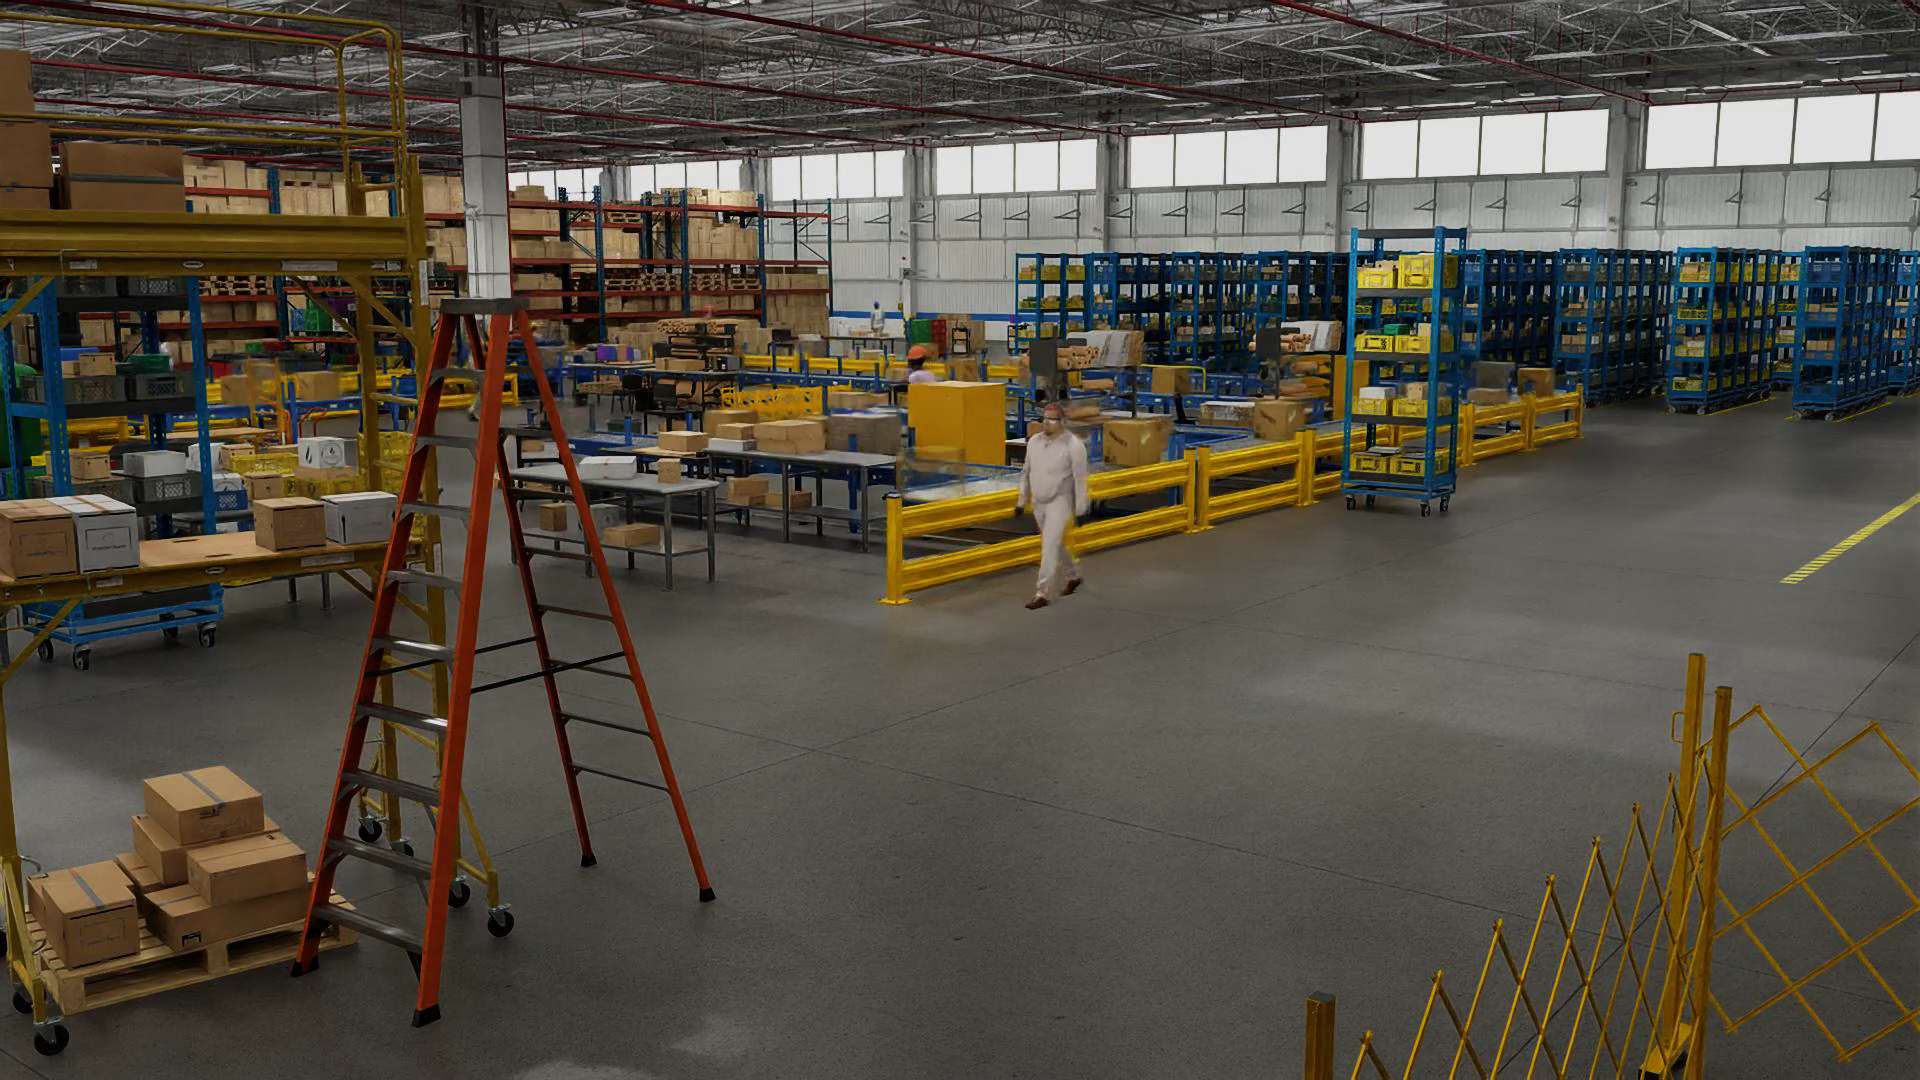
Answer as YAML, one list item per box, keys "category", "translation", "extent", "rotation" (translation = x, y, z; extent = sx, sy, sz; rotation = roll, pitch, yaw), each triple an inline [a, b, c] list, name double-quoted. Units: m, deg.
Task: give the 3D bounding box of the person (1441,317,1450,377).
- category: "person"
  translation: [13.664, -5.496, 47.651]
  extent: [0.904, 1.802, 0.604]
  rotation: [6, 11, 34]

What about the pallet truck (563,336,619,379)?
- category: "pallet truck"
  translation: [-10.690, -5.294, 48.215]
  extent: [1.601, 1.201, 0.680]
  rotation: [-5, 10, -26]

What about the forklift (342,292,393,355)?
- category: "forklift"
  translation: [-16.485, -5.622, 45.120]
  extent: [1.129, 2.768, 1.873]
  rotation: [7, 11, 37]

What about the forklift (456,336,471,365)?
- category: "forklift"
  translation: [-14.730, -6.728, 52.021]
  extent: [1.129, 2.768, 1.873]
  rotation: [7, 11, 37]

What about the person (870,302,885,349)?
- category: "person"
  translation: [-3.320, -8.608, 66.852]
  extent: [0.609, 1.896, 1.017]
  rotation: [-2, 9, -14]

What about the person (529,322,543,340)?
- category: "person"
  translation: [-11.477, -5.041, 45.057]
  extent: [0.526, 1.734, 0.820]
  rotation: [-7, 11, -36]

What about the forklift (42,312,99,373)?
- category: "forklift"
  translation: [-23.779, -5.451, 44.052]
  extent: [1.873, 2.768, 1.129]
  rotation: [7, 11, 36]

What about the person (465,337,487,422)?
- category: "person"
  translation: [-9.796, -3.277, 33.886]
  extent: [0.618, 1.790, 0.652]
  rotation: [-1, 9, -6]

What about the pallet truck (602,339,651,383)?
- category: "pallet truck"
  translation: [-8.991, -4.871, 45.351]
  extent: [0.653, 1.274, 1.630]
  rotation: [7, 11, 37]

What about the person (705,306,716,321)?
- category: "person"
  translation: [-8.156, -6.796, 55.299]
  extent: [0.932, 1.955, 0.653]
  rotation: [1, 9, 4]

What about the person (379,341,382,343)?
- category: "person"
  translation: [-17.760, -5.904, 50.378]
  extent: [0.517, 1.757, 0.336]
  rotation: [-7, 12, -38]

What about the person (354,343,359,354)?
- category: "person"
  translation: [-15.108, -4.664, 42.183]
  extent: [0.688, 1.912, 0.550]
  rotation: [-2, 9, -10]

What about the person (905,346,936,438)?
- category: "person"
  translation: [-0.449, -1.789, 23.941]
  extent: [0.900, 2.014, 0.620]
  rotation: [5, 10, 30]

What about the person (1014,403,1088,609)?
- category: "person"
  translation: [0.879, -0.345, 15.361]
  extent: [0.641, 1.864, 0.974]
  rotation: [9, 13, 43]

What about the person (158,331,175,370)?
- category: "person"
  translation: [-18.931, -4.148, 39.691]
  extent: [0.412, 1.659, 0.571]
  rotation: [-4, 10, -21]

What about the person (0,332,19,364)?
- category: "person"
  translation: [-23.751, -4.425, 41.521]
  extent: [0.283, 1.636, 0.500]
  rotation: [8, 12, 41]
